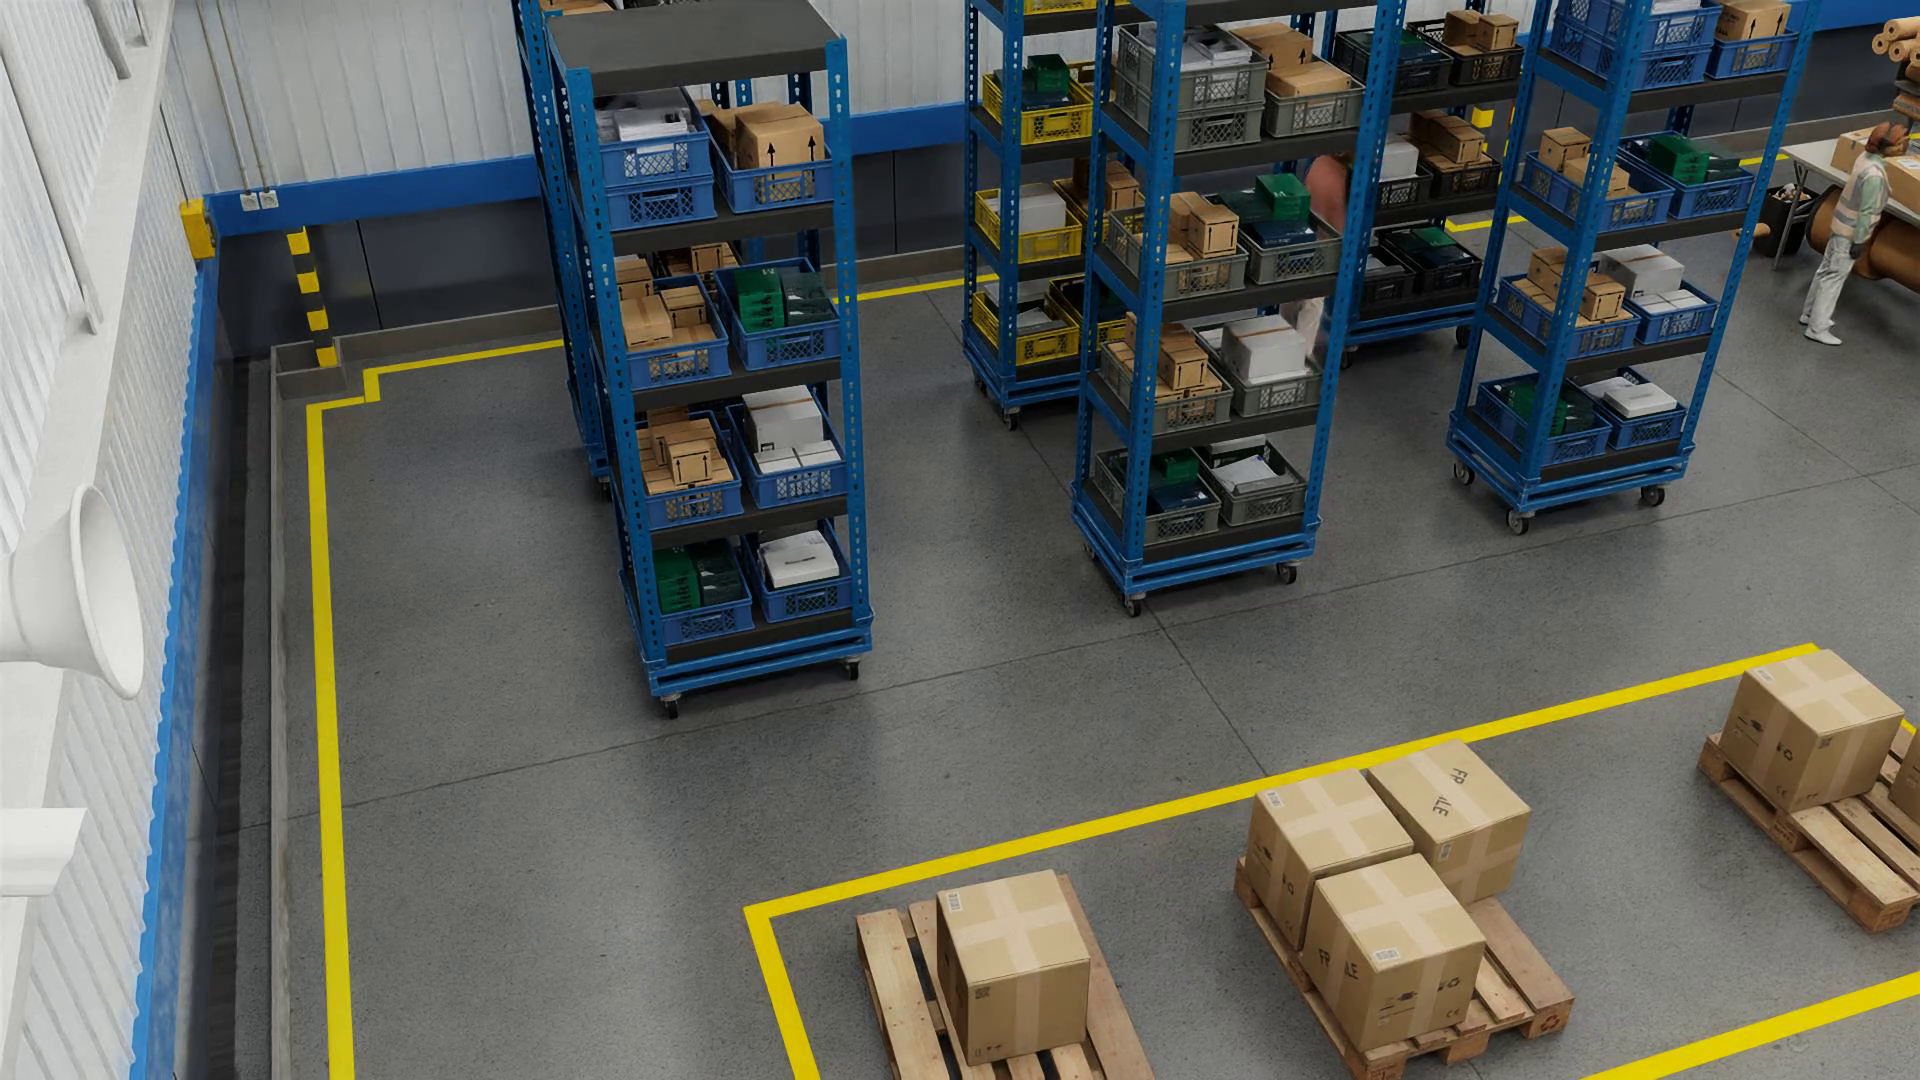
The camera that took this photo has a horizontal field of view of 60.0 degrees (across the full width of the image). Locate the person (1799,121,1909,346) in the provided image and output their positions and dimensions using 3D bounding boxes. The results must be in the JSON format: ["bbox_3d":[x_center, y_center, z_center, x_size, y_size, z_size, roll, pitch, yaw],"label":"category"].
[{"bbox_3d":[6.439,-2.223,12.006,0.314,1.636,0.517,10,36,14],"label":"person"}]

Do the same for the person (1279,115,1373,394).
[{"bbox_3d":[2.443,-1.975,11.397,0.535,1.952,0.786,10,37,14],"label":"person"}]
